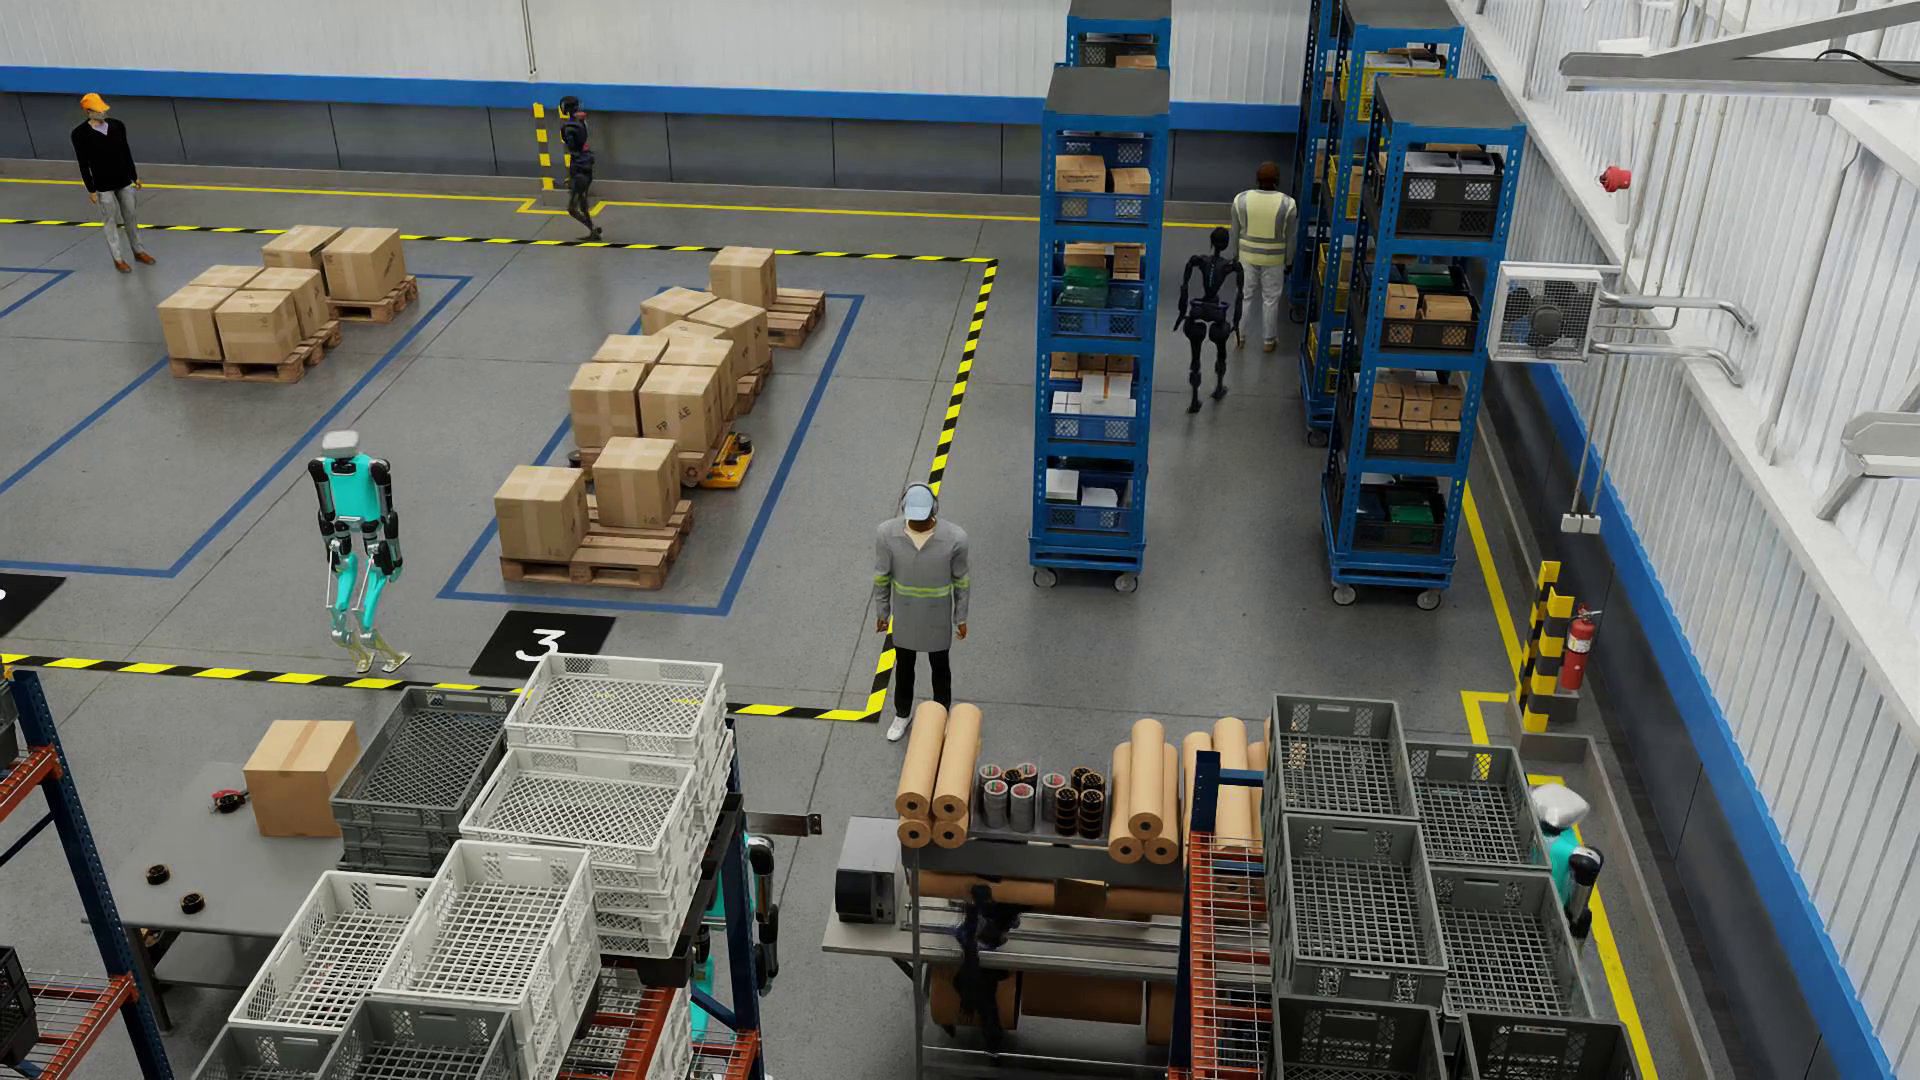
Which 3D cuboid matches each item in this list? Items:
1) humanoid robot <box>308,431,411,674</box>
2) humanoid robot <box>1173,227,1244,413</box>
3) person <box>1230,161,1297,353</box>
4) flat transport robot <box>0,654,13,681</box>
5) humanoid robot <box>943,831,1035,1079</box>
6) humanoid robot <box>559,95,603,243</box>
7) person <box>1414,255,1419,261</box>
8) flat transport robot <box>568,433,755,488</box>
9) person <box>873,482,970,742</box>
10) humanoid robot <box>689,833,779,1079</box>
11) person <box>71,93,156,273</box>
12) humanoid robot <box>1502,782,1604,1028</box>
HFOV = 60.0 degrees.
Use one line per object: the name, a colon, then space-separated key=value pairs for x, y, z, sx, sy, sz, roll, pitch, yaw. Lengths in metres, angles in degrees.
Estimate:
humanoid robot: x=-3.954 y=0.170 z=10.793 sx=0.533 sy=1.673 sz=0.735 roll=3 pitch=30 yaw=6
humanoid robot: x=2.193 y=-1.962 z=14.661 sx=0.604 sy=1.638 sz=0.613 roll=9 pitch=32 yaw=16
person: x=2.847 y=-2.663 z=15.681 sx=0.626 sy=1.846 sz=0.429 roll=10 pitch=32 yaw=16
flat transport robot: x=-7.142 y=0.969 z=11.010 sx=1.431 sy=0.231 sz=0.659 roll=3 pitch=30 yaw=6
humanoid robot: x=0.092 y=1.943 z=7.944 sx=0.602 sy=1.634 sz=0.593 roll=19 pitch=35 yaw=30
humanoid robot: x=-4.167 y=-4.062 z=18.245 sx=0.358 sy=1.641 sz=0.589 roll=-2 pitch=30 yaw=-3
person: x=3.977 y=-2.637 z=15.543 sx=0.628 sy=1.940 sz=0.373 roll=3 pitch=30 yaw=5
flat transport robot: x=-2.485 y=-0.703 z=13.854 sx=1.431 sy=0.197 sz=0.652 roll=3 pitch=30 yaw=6
person: x=-0.242 y=0.462 z=10.306 sx=0.598 sy=1.850 sz=0.394 roll=4 pitch=30 yaw=7
humanoid robot: x=-1.123 y=2.028 z=7.597 sx=0.533 sy=1.677 sz=0.735 roll=3 pitch=30 yaw=6
person: x=-8.938 y=-3.774 z=17.551 sx=0.372 sy=1.882 sz=0.591 roll=18 pitch=35 yaw=28
humanoid robot: x=2.871 y=1.831 z=8.071 sx=0.785 sy=1.777 sz=0.532 roll=-24 pitch=38 yaw=-35
